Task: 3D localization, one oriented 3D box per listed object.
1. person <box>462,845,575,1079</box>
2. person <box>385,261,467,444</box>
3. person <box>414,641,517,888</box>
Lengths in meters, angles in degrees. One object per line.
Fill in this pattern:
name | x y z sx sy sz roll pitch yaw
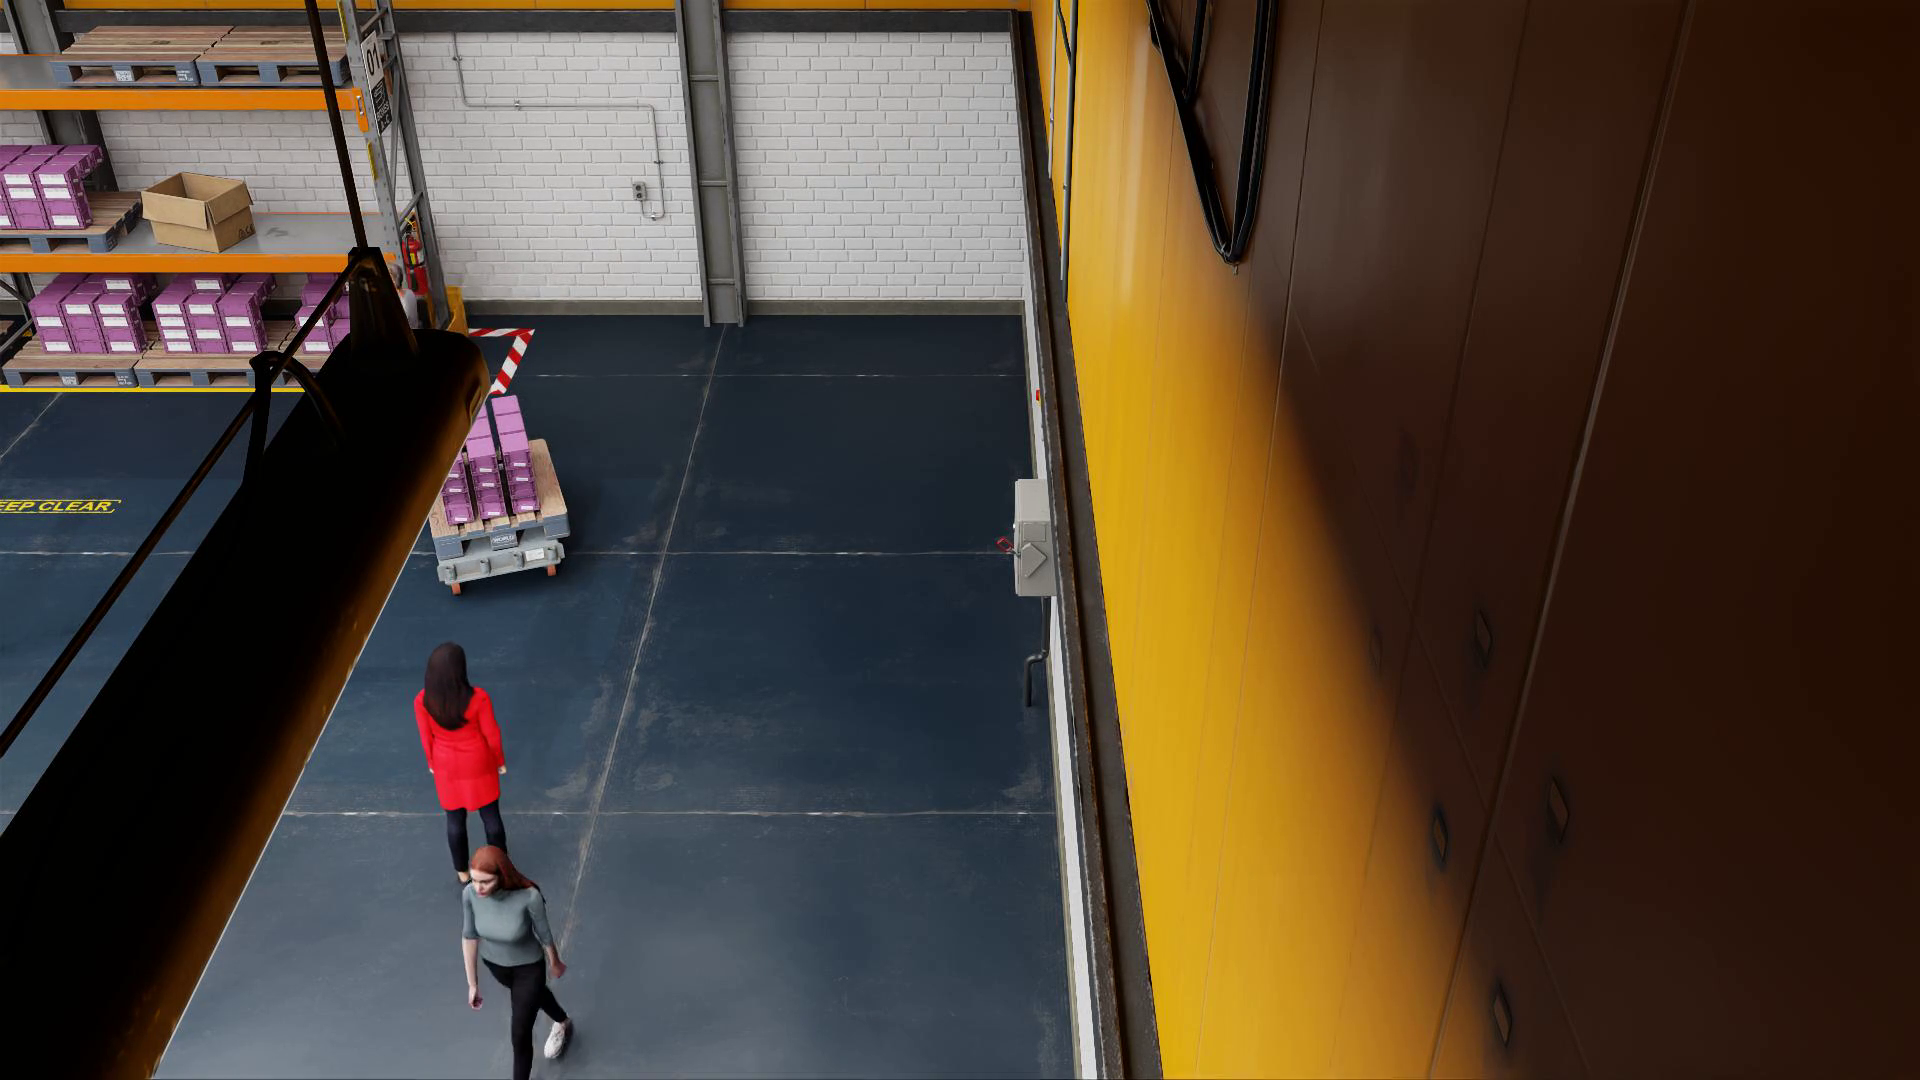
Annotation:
person | -2.264 2.158 8.610 1.109 1.690 0.824 8 34 11
person | -4.541 -1.486 14.002 1.174 1.790 0.741 -1 34 -1
person | -2.909 1.349 9.781 0.589 1.742 0.702 -4 34 -6
